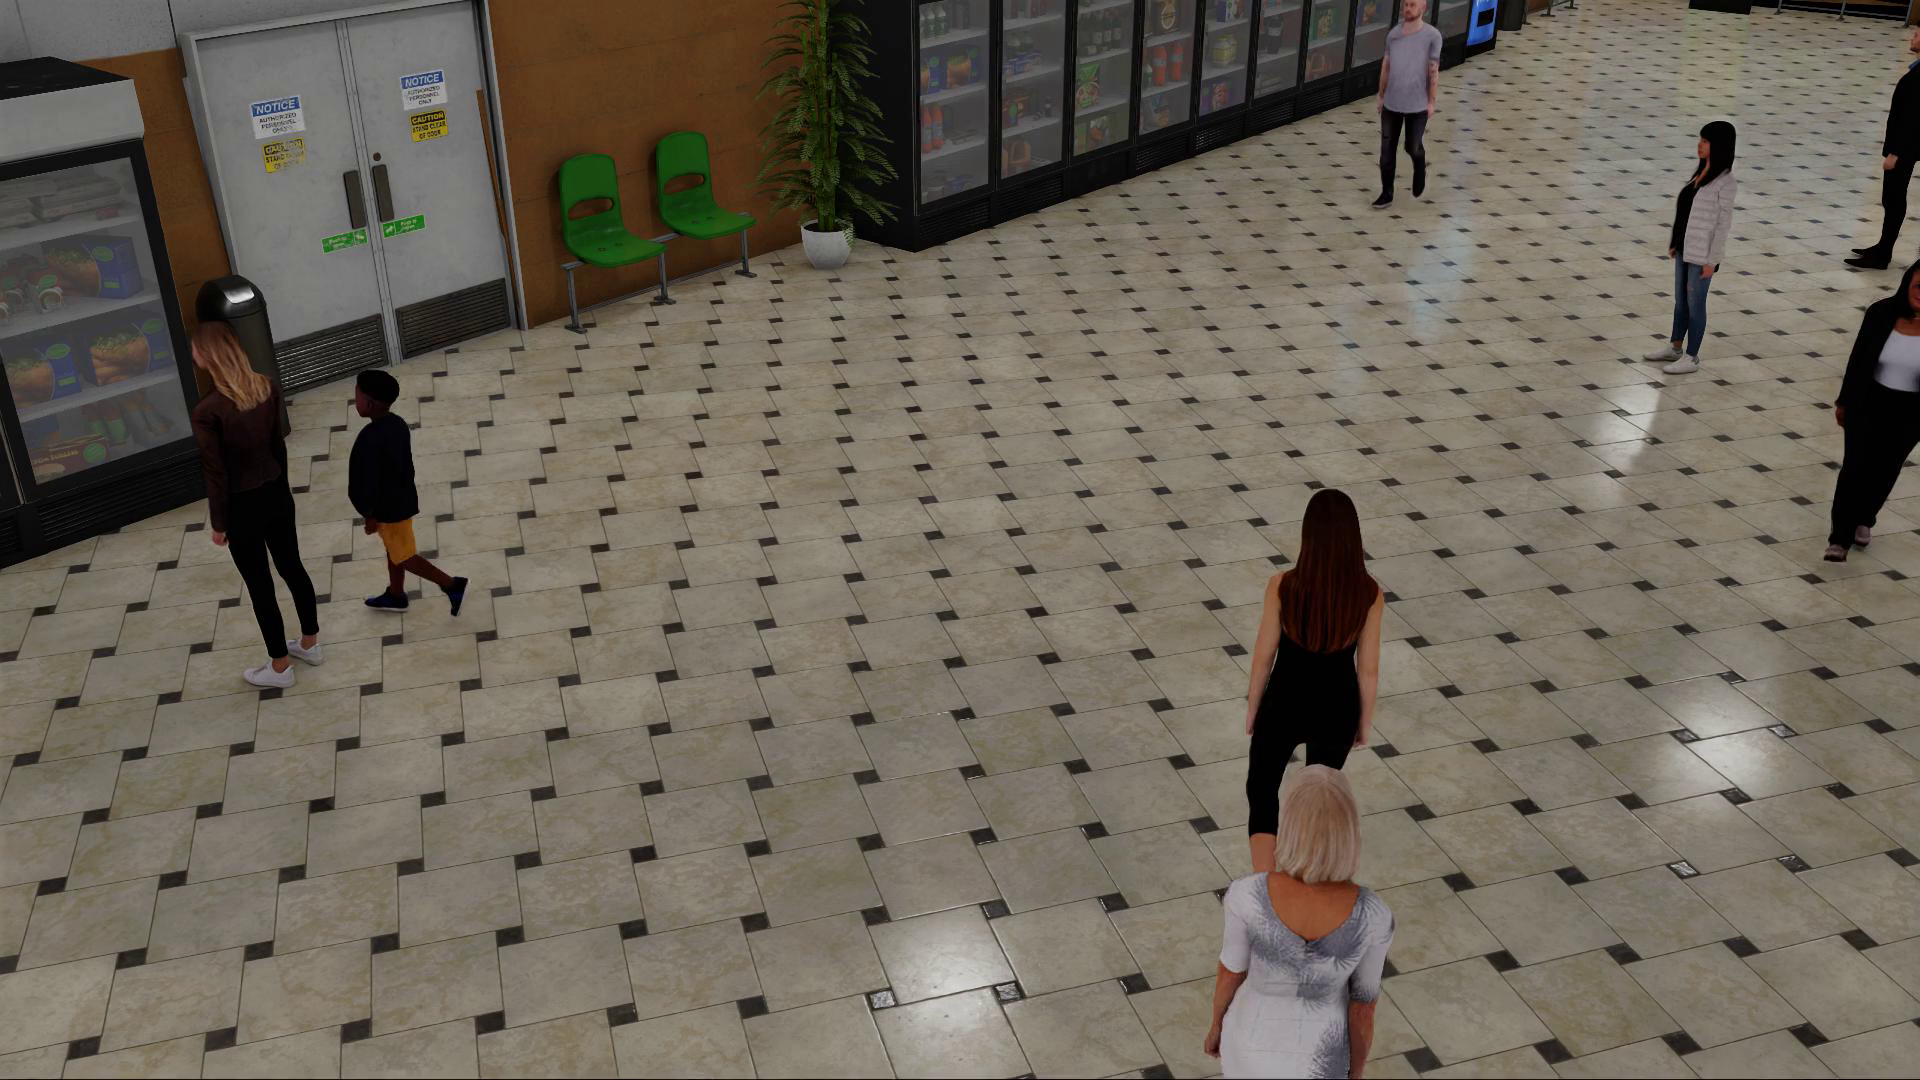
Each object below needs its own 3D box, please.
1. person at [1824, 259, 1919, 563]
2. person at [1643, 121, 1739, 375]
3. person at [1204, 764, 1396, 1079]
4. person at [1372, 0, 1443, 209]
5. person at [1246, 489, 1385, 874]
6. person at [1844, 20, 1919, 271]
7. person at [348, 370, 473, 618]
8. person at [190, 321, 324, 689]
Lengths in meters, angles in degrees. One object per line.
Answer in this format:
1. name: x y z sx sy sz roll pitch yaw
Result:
1. person: 4.742 -0.691 8.463 0.931 1.594 0.865 12 29 23
2. person: 4.793 -1.894 10.788 0.767 1.636 0.696 -4 27 -7
3. person: 0.847 1.367 4.244 0.719 1.739 0.781 3 27 6
4. person: 3.870 -3.764 14.272 0.741 1.820 0.738 20 33 34
5. person: 1.183 0.648 5.696 1.026 1.707 0.967 4 27 8
6. person: 7.252 -3.034 12.751 0.618 1.894 0.699 18 32 31
7. person: -2.624 -0.189 7.845 0.879 1.257 0.789 1 27 1
8. person: -3.081 -0.152 7.278 0.612 1.704 0.662 10 29 20
